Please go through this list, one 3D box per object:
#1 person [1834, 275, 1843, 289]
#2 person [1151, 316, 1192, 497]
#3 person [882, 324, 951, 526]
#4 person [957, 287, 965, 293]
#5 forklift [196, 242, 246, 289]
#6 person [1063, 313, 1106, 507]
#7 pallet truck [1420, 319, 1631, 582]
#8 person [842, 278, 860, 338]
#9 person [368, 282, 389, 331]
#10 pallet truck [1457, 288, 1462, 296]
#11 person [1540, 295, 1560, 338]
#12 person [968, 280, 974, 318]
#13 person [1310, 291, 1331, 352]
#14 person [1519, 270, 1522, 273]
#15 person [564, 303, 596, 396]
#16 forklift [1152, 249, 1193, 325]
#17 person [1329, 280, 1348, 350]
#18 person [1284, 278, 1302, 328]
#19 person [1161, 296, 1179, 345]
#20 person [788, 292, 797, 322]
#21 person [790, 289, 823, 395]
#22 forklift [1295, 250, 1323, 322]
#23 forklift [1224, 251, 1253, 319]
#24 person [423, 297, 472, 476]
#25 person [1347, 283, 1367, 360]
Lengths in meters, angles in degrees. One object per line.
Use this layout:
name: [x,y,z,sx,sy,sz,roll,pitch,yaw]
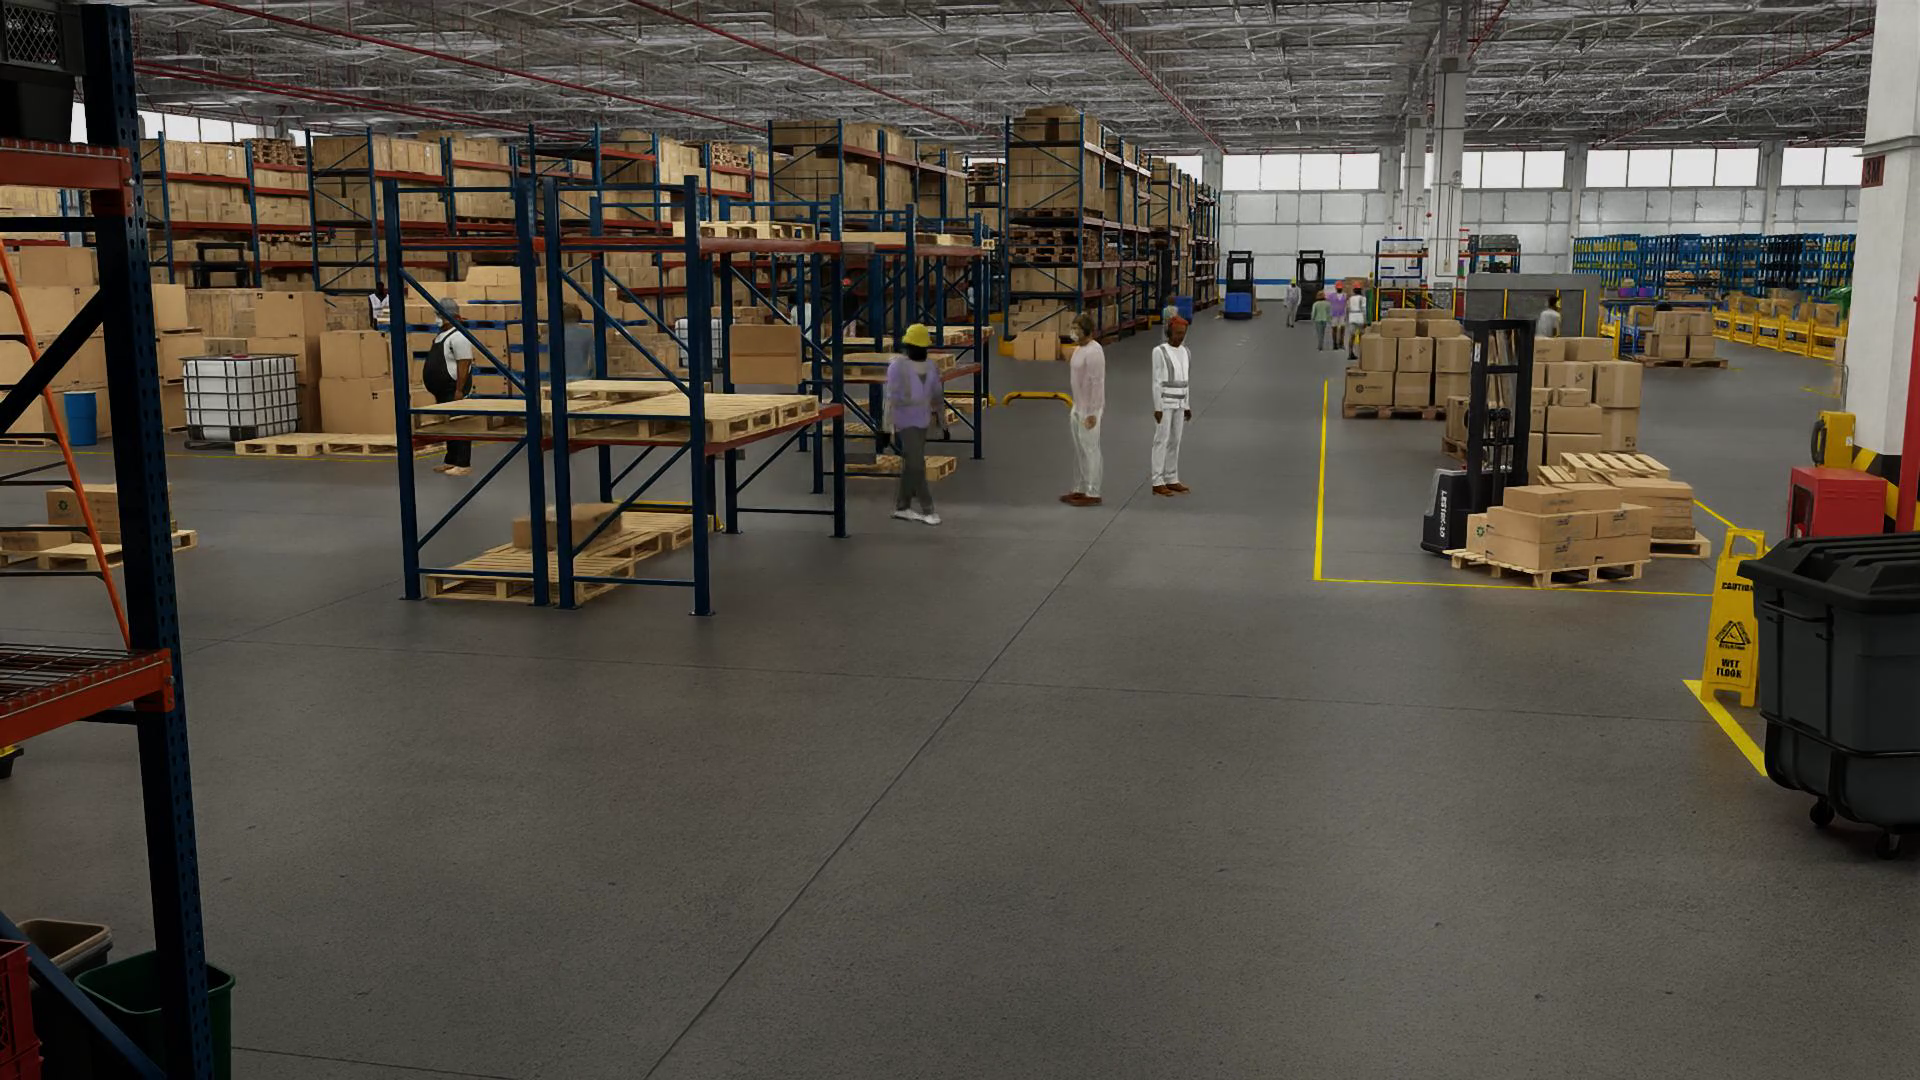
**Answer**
person: [42.686,-12.008,80.581,0.613,1.780,0.768,6,11,33]
person: [2.224,-1.405,17.463,0.356,1.886,0.573,9,13,44]
person: [-0.368,-1.075,15.524,0.795,1.871,0.703,9,13,42]
person: [-0.016,-8.721,60.916,0.634,1.842,0.429,4,10,24]
forklift: [-15.618,-4.919,35.336,1.129,2.768,1.873,-4,10,-21]
person: [1.267,-1.303,16.707,0.356,1.936,0.635,-2,10,-14]
pallet truck: [4.543,-0.757,13.299,0.823,1.965,1.885,-4,10,-22]
person: [-2.816,-5.530,41.572,0.612,1.995,0.376,-3,10,-16]
person: [-14.563,-5.536,41.867,0.587,1.911,0.397,-5,11,-27]
pallet truck: [20.506,-9.785,68.819,0.653,1.274,1.630,2,10,12]
person: [10.970,-3.611,30.782,0.970,1.809,0.481,-5,11,-27]
person: [0.346,-9.102,63.647,0.363,1.684,0.538,8,12,39]
person: [9.693,-5.900,44.880,0.529,1.600,0.738,-2,10,-10]
person: [26.814,-12.001,80.054,1.016,1.947,0.633,0,10,2]
person: [-5.012,-2.120,21.622,0.645,1.921,0.728,1,10,9]
forklift: [7.646,-9.320,61.395,1.873,2.768,1.129,2,10,11]
person: [10.369,-6.145,45.500,0.544,1.902,0.636,0,10,-2]
person: [12.028,-8.546,60.005,0.589,1.802,0.692,0,10,2]
person: [5.131,-5.128,40.366,0.517,1.602,0.859,-6,11,-31]
person: [-3.986,-5.144,40.191,0.449,1.676,0.546,-1,10,-6]
person: [-2.801,-3.622,30.437,0.630,1.940,0.370,5,11,29]
forklift: [13.778,-10.002,65.433,1.129,2.768,1.873,2,10,12]
forklift: [11.473,-10.494,68.350,1.129,2.768,1.873,2,10,12]
person: [-5.891,-1.761,19.120,0.538,2.000,0.684,-7,12,-35]
person: [9.855,-5.420,41.245,0.567,1.879,0.917,7,12,36]
